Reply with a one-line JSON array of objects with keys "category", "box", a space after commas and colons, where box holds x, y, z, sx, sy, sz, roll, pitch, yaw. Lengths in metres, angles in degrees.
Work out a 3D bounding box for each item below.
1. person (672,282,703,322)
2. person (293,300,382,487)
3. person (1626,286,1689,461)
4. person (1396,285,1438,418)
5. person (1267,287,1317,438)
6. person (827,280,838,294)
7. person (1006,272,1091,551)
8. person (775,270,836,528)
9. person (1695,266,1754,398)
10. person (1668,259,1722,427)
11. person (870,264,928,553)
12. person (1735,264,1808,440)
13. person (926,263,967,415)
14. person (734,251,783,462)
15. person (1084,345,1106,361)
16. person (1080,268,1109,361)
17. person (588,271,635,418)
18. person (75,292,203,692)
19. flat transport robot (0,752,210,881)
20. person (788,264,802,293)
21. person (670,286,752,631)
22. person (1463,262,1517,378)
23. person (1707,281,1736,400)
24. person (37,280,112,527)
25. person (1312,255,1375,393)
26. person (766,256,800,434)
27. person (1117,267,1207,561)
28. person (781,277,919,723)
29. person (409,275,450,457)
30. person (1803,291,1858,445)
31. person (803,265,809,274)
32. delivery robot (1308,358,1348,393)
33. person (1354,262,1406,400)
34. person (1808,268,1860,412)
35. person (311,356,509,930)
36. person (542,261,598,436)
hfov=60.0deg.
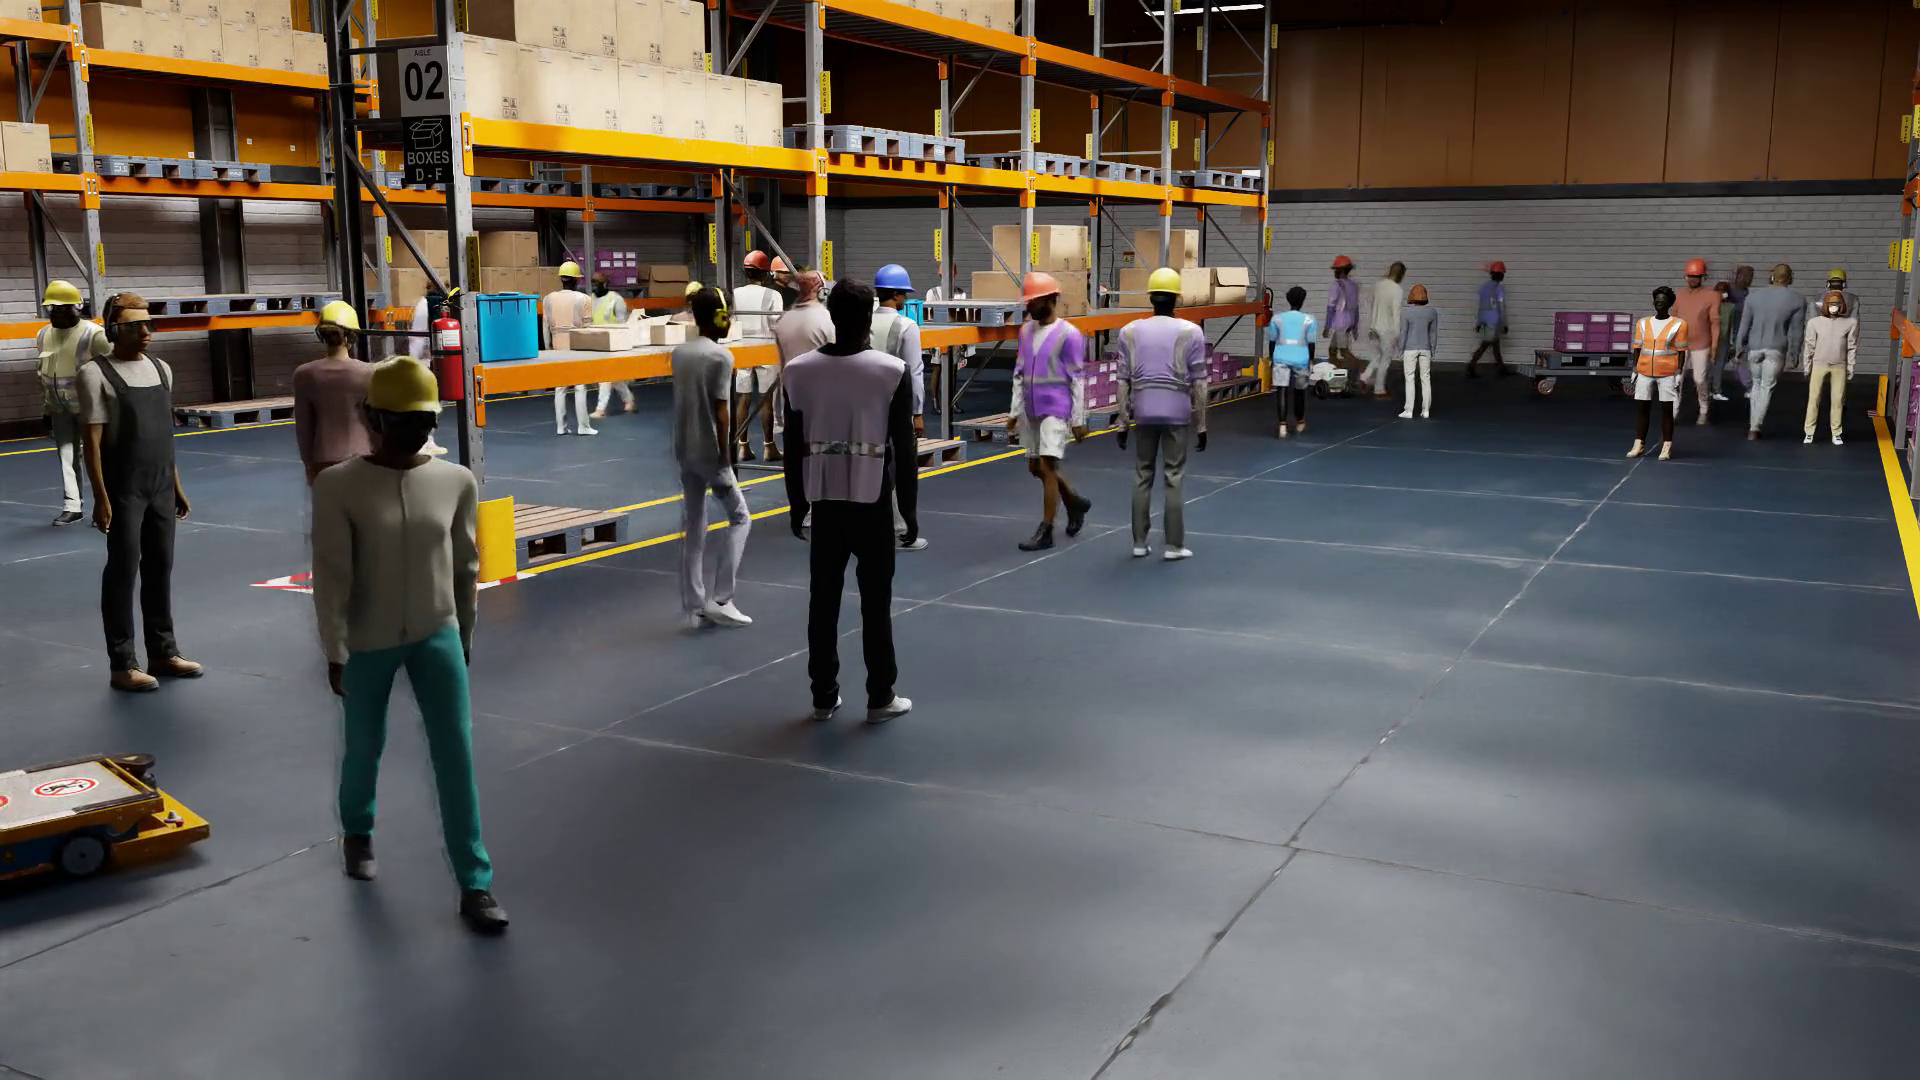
[{"category": "person", "box": [-2.730, -1.830, 17.386, 0.553, 1.711, 0.922, -2, 10, -10]}, {"category": "person", "box": [-3.339, -0.414, 9.071, 0.522, 1.768, 0.313, 0, 10, 2]}, {"category": "person", "box": [6.835, -1.629, 16.293, 0.536, 1.700, 0.318, 9, 13, 41]}, {"category": "person", "box": [5.607, -2.310, 20.425, 0.507, 1.632, 0.268, -2, 10, -11]}, {"category": "person", "box": [3.650, -1.956, 18.311, 0.542, 1.644, 0.879, 3, 10, 16]}, {"category": "person", "box": [-1.886, -2.915, 23.044, 0.628, 1.940, 0.378, 7, 12, 36]}, {"category": "person", "box": [0.663, -0.896, 11.515, 0.762, 1.907, 0.567, -8, 13, -40]}, {"category": "person", "box": [-1.039, -1.005, 12.111, 0.669, 1.898, 0.422, 8, 13, 40]}, {"category": "person", "box": [10.849, -2.913, 23.332, 1.022, 1.857, 0.649, 9, 13, 43]}, {"category": "person", "box": [8.551, -2.300, 19.423, 0.632, 1.964, 0.903, 8, 13, 39]}, {"category": "person", "box": [-0.481, -0.888, 11.294, 0.612, 1.943, 0.404, 8, 13, 38]}, {"category": "person", "box": [8.817, -2.033, 18.067, 0.651, 1.891, 0.760, 9, 13, 42]}, {"category": "person", "box": [-0.152, -2.532, 20.837, 0.553, 1.933, 0.358, -5, 11, -28]}, {"category": "person", "box": [-1.974, -1.779, 16.170, 0.613, 2.041, 0.393, 3, 10, 16]}, {"category": "person", "box": [1.837, -2.919, 24.018, 0.837, 1.590, 0.537, -8, 12, -37]}, {"category": "person", "box": [1.772, -2.858, 23.026, 0.629, 1.836, 0.429, -1, 10, -5]}, {"category": "person", "box": [-4.342, -2.430, 20.651, 0.632, 1.812, 0.877, 6, 11, 31]}, {"category": "person", "box": [-3.827, -0.228, 7.757, 0.330, 1.844, 0.519, 3, 10, 19]}, {"category": "flat transport robot", "box": [-3.282, 0.970, 5.376, 1.431, 0.197, 0.652, -9, 13, -42]}, {"category": "person", "box": [-2.664, -3.723, 28.011, 0.670, 1.840, 0.451, 6, 11, 29]}, {"category": "person", "box": [-1.333, -0.433, 8.939, 0.505, 1.849, 0.489, 8, 12, 37]}, {"category": "person", "box": [8.588, -3.550, 26.883, 1.008, 1.887, 0.563, -2, 10, -13]}, {"category": "person", "box": [10.402, -2.724, 22.822, 0.497, 1.633, 0.284, -3, 10, -14]}, {"category": "person", "box": [-6.532, -0.996, 12.288, 0.591, 1.823, 0.405, 2, 10, 10]}, {"category": "person", "box": [5.649, -3.145, 24.232, 1.014, 2.005, 0.605, 8, 13, 39]}, {"category": "person", "box": [-2.002, -2.201, 18.748, 0.381, 1.994, 0.613, 8, 12, 38]}, {"category": "person", "box": [1.329, -0.819, 10.952, 0.589, 1.928, 0.370, 5, 11, 24]}, {"category": "person", "box": [-0.467, -0.161, 7.160, 0.597, 1.918, 0.383, 3, 10, 15]}, {"category": "person", "box": [-5.270, -1.736, 16.616, 0.458, 1.804, 0.657, -1, 10, -7]}, {"category": "person", "box": [9.191, -1.815, 17.594, 0.496, 1.626, 0.284, 3, 10, 18]}, {"category": "person", "box": [-2.556, -3.804, 28.510, 0.599, 1.827, 0.403, 3, 10, 16]}, {"category": "delivery robot", "box": [5.084, -2.298, 23.203, 0.477, 0.478, 0.707, -4, 11, -24]}, {"category": "person", "box": [5.799, -2.843, 22.722, 0.508, 1.905, 0.676, -3, 10, -16]}, {"category": "person", "box": [11.098, -2.530, 21.147, 0.586, 1.825, 0.403, 6, 11, 31]}, {"category": "person", "box": [-1.736, 0.288, 5.143, 0.535, 1.722, 0.915, -7, 12, -34]}, {"category": "person", "box": [-4.313, -2.114, 18.445, 0.594, 1.924, 0.382, 2, 10, 12]}]
